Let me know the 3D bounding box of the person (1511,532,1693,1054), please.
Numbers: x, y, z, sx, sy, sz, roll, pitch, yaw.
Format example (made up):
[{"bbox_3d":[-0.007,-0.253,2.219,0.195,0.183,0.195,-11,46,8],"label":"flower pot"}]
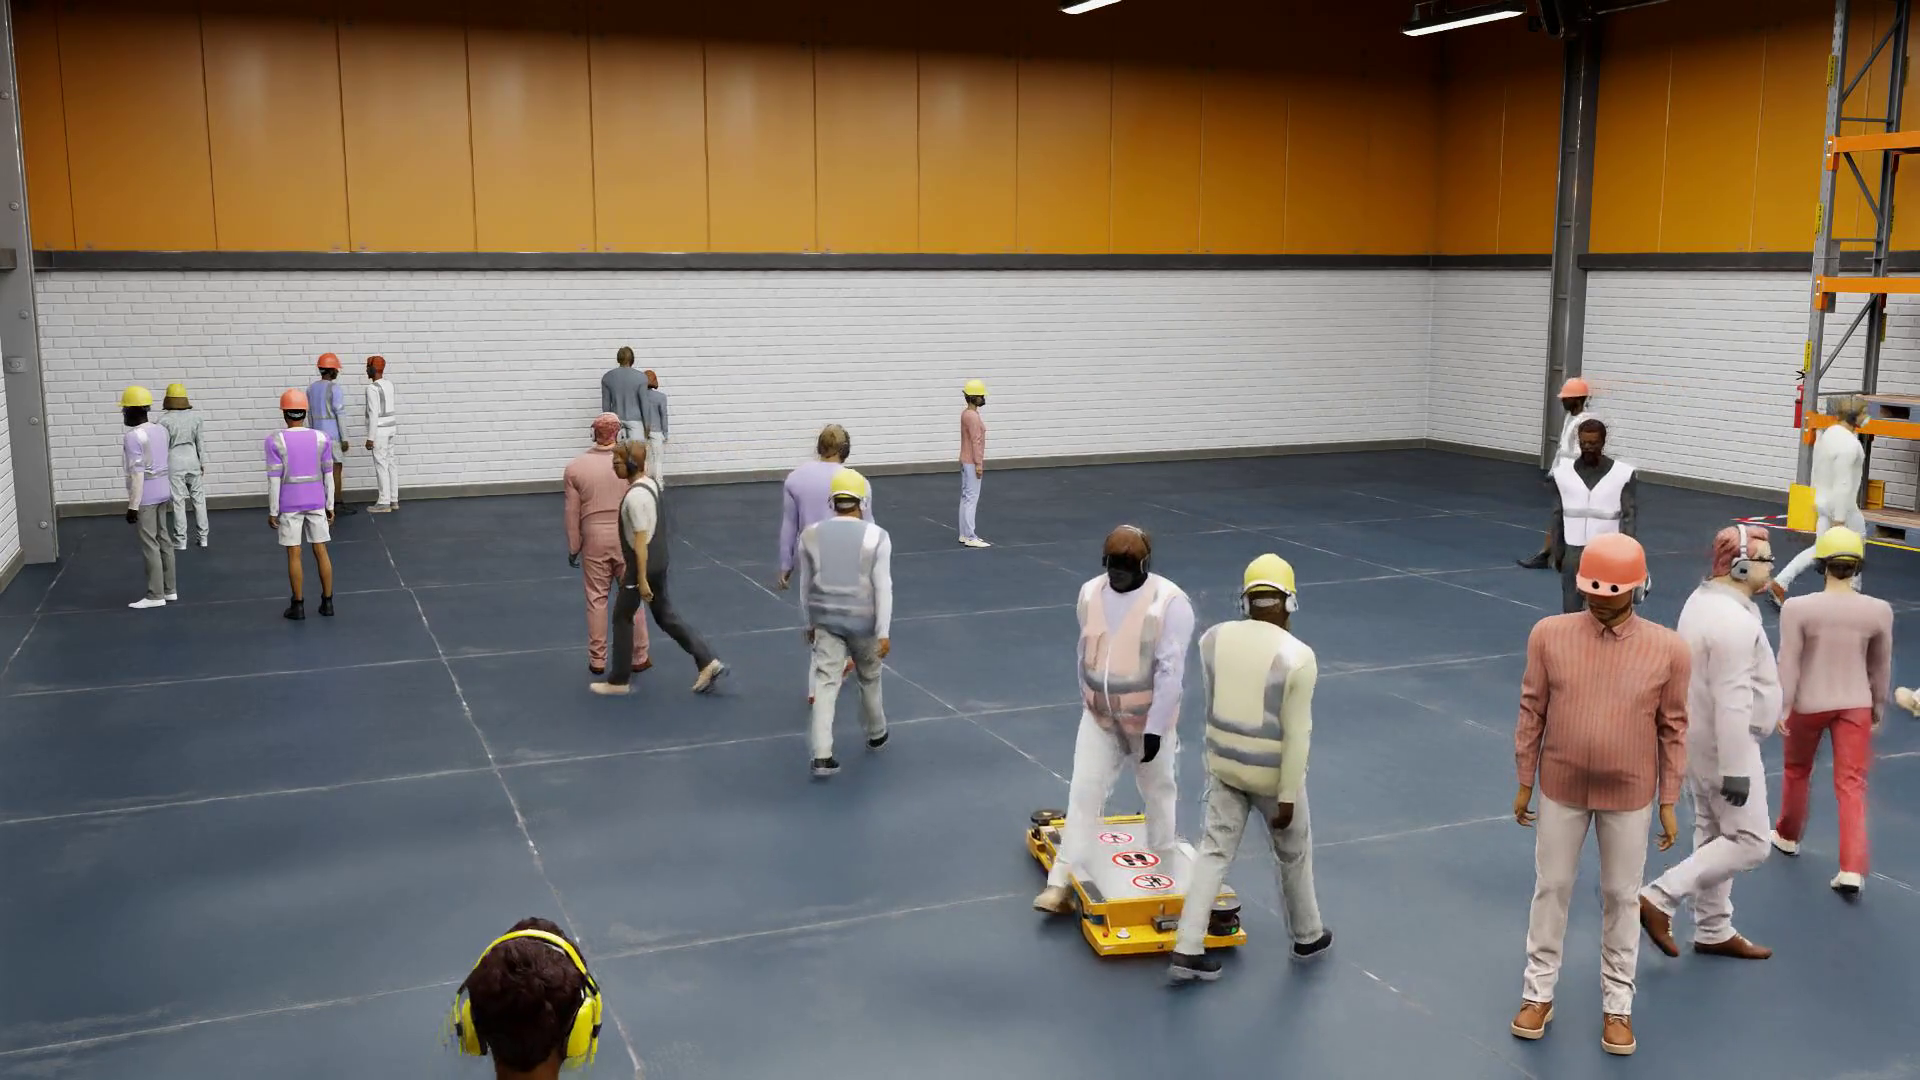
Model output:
[{"bbox_3d":[2.402,0.945,6.281,0.610,1.985,0.393,4,10,25],"label":"person"}]

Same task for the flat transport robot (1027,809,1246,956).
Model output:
[{"bbox_3d":[0.785,1.555,7.768,0.652,0.197,1.431,-2,9,-10],"label":"flat transport robot"}]

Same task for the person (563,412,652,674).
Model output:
[{"bbox_3d":[-2.530,0.026,12.090,0.638,1.911,0.402,-1,9,-7],"label":"person"}]

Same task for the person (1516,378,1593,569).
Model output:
[{"bbox_3d":[6.023,-0.642,16.229,1.007,1.891,0.559,1,9,7],"label":"person"}]

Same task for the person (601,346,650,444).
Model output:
[{"bbox_3d":[-4.252,-1.501,21.248,0.628,1.940,0.377,2,10,11],"label":"person"}]

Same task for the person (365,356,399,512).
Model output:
[{"bbox_3d":[-6.989,-1.275,20.046,0.355,1.883,0.575,1,9,5],"label":"person"}]

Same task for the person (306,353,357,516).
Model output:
[{"bbox_3d":[-7.460,-1.250,19.732,0.551,1.934,0.373,5,11,27],"label":"person"}]

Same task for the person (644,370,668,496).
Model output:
[{"bbox_3d":[-3.998,-1.372,21.424,0.497,1.625,0.287,1,9,8],"label":"person"}]

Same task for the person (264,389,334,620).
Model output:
[{"bbox_3d":[-5.541,-0.299,13.965,0.552,1.935,0.374,-8,12,-39],"label":"person"}]

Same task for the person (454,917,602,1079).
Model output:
[{"bbox_3d":[-0.776,1.558,3.033,0.517,1.841,0.828,-2,10,-11],"label":"person"}]

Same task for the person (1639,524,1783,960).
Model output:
[{"bbox_3d":[3.188,0.869,7.005,0.509,1.894,0.663,2,10,14],"label":"person"}]

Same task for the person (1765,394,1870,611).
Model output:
[{"bbox_3d":[7.284,-0.274,13.922,0.862,1.913,0.639,2,10,11],"label":"person"}]

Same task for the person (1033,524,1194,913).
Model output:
[{"bbox_3d":[0.703,0.836,7.541,0.614,1.794,0.897,7,11,35],"label":"person"}]

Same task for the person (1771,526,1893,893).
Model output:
[{"bbox_3d":[4.205,0.793,8.013,0.542,1.721,0.916,2,10,10],"label":"person"}]

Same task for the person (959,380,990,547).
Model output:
[{"bbox_3d":[0.151,-0.808,17.572,0.310,1.768,0.533,-2,10,-12],"label":"person"}]

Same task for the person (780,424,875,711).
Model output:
[{"bbox_3d":[-0.829,0.156,11.333,0.648,1.895,0.968,4,10,24],"label":"person"}]

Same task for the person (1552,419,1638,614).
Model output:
[{"bbox_3d":[4.581,0.053,12.050,0.607,1.877,0.986,5,11,28],"label":"person"}]

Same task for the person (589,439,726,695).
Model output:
[{"bbox_3d":[-2.082,0.198,11.392,0.912,1.810,0.541,2,9,9],"label":"person"}]

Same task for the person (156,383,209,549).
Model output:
[{"bbox_3d":[-8.164,-0.775,17.438,0.303,1.743,0.494,7,12,37],"label":"person"}]

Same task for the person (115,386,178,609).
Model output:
[{"bbox_3d":[-7.059,-0.370,14.420,0.367,1.927,0.594,0,9,0],"label":"person"}]

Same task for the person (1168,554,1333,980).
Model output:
[{"bbox_3d":[1.210,0.949,6.915,0.580,1.783,0.867,8,13,41],"label":"person"}]

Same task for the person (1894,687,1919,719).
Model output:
[{"bbox_3d":[6.504,0.341,10.530,0.659,1.789,0.958,-3,10,-18],"label":"person"}]

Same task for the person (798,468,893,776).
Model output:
[{"bbox_3d":[-0.674,0.469,9.825,0.596,1.777,0.948,2,10,12],"label":"person"}]
